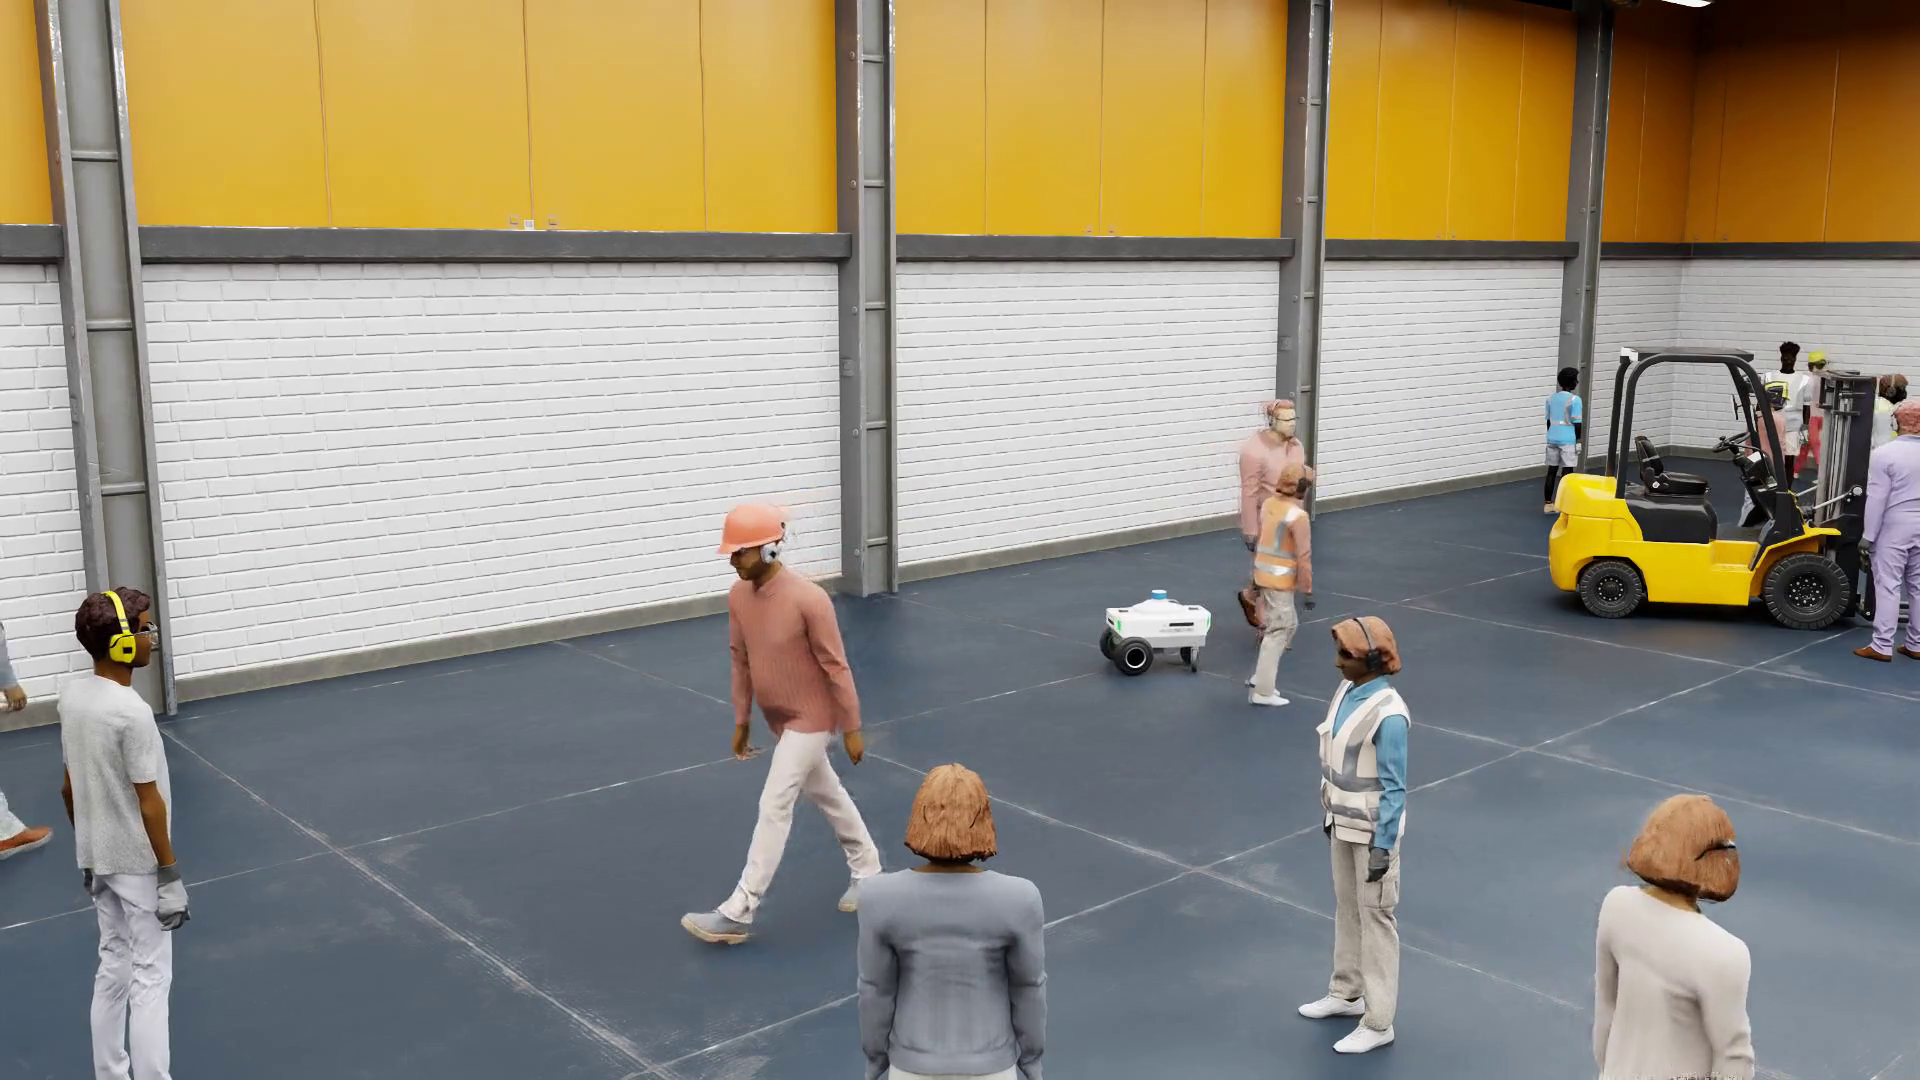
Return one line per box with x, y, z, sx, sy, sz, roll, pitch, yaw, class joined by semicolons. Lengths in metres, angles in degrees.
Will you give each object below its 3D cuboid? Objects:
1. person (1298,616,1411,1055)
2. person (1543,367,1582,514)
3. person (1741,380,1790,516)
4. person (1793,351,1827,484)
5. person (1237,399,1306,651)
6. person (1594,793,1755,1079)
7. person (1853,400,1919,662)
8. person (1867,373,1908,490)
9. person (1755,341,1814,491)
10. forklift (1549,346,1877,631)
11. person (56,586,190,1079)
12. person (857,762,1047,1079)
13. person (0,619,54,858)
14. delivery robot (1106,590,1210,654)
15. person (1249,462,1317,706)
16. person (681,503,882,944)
1.495;1.080;6.189;0.310;1.640;0.514;-2;10;-10;person
6.837;-1.106;18.823;0.317;1.696;0.539;-4;11;-23;person
7.777;-0.662;16.048;0.340;1.758;0.526;-1;10;-8;person
11.079;-1.598;21.634;0.537;1.717;0.897;-3;10;-17;person
2.321;-0.132;12.577;0.657;1.893;0.590;-7;12;-37;person
1.737;1.427;4.191;0.586;1.616;0.514;-2;10;-14;person
6.835;-0.061;12.098;0.643;1.905;0.399;-1;10;-8;person
8.833;-0.709;16.114;0.559;1.826;0.640;4;10;20;person
9.529;-1.320;19.281;0.603;1.967;0.366;4;11;23;person
6.109;-0.478;13.691;2.313;2.155;1.214;3;10;16;forklift
-2.747;1.077;5.533;0.532;1.871;0.319;6;12;33;person
-0.020;1.387;4.408;0.500;1.633;0.282;0;10;3;person
-4.831;0.685;7.781;0.636;1.894;1.025;5;11;25;person
1.418;0.601;11.889;0.707;0.478;0.477;-2;10;-10;delivery robot
2.090;0.297;10.810;0.408;1.615;0.532;-2;10;-14;person
-0.719;0.775;7.232;1.068;1.915;0.609;-7;12;-37;person
